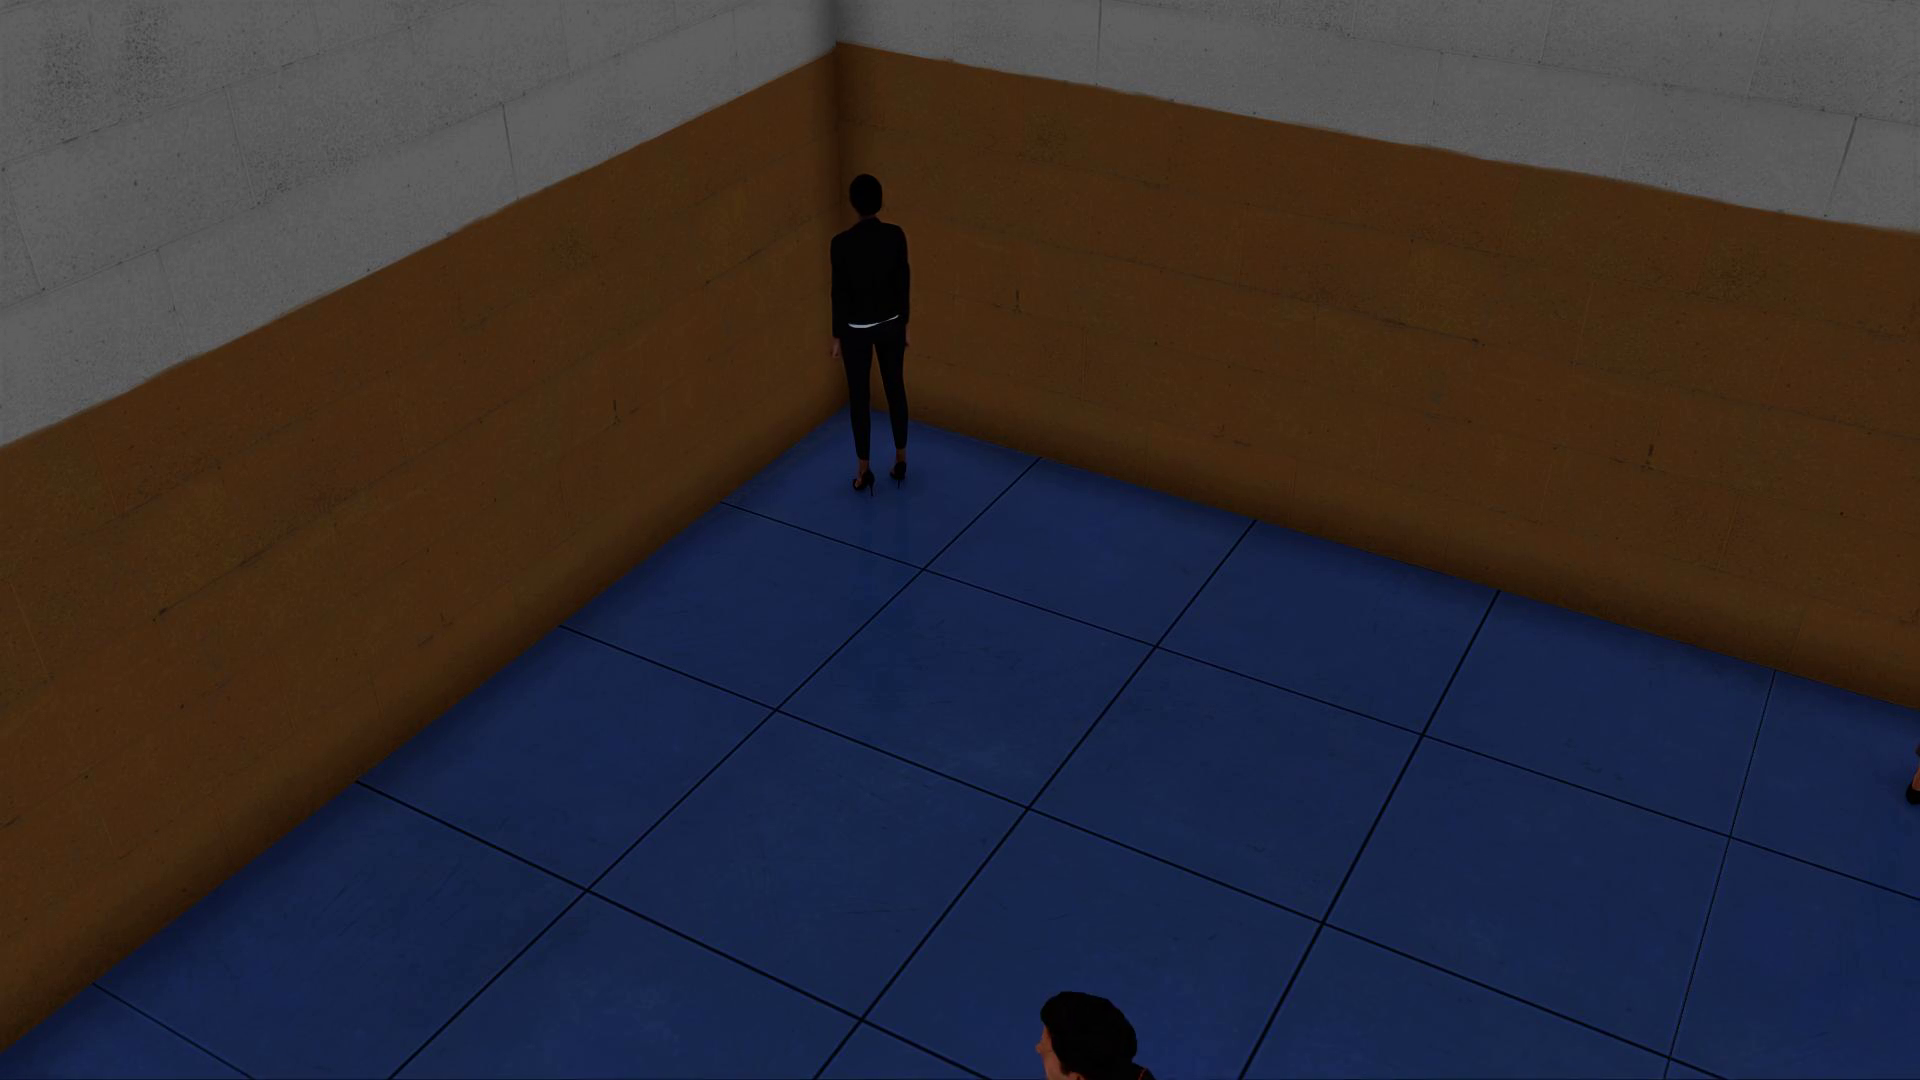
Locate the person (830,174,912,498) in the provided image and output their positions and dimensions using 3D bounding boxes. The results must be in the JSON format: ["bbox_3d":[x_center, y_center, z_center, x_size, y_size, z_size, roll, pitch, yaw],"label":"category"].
[{"bbox_3d":[-0.467,-1.080,8.921,0.654,1.836,0.736,-12,35,-17],"label":"person"}]
